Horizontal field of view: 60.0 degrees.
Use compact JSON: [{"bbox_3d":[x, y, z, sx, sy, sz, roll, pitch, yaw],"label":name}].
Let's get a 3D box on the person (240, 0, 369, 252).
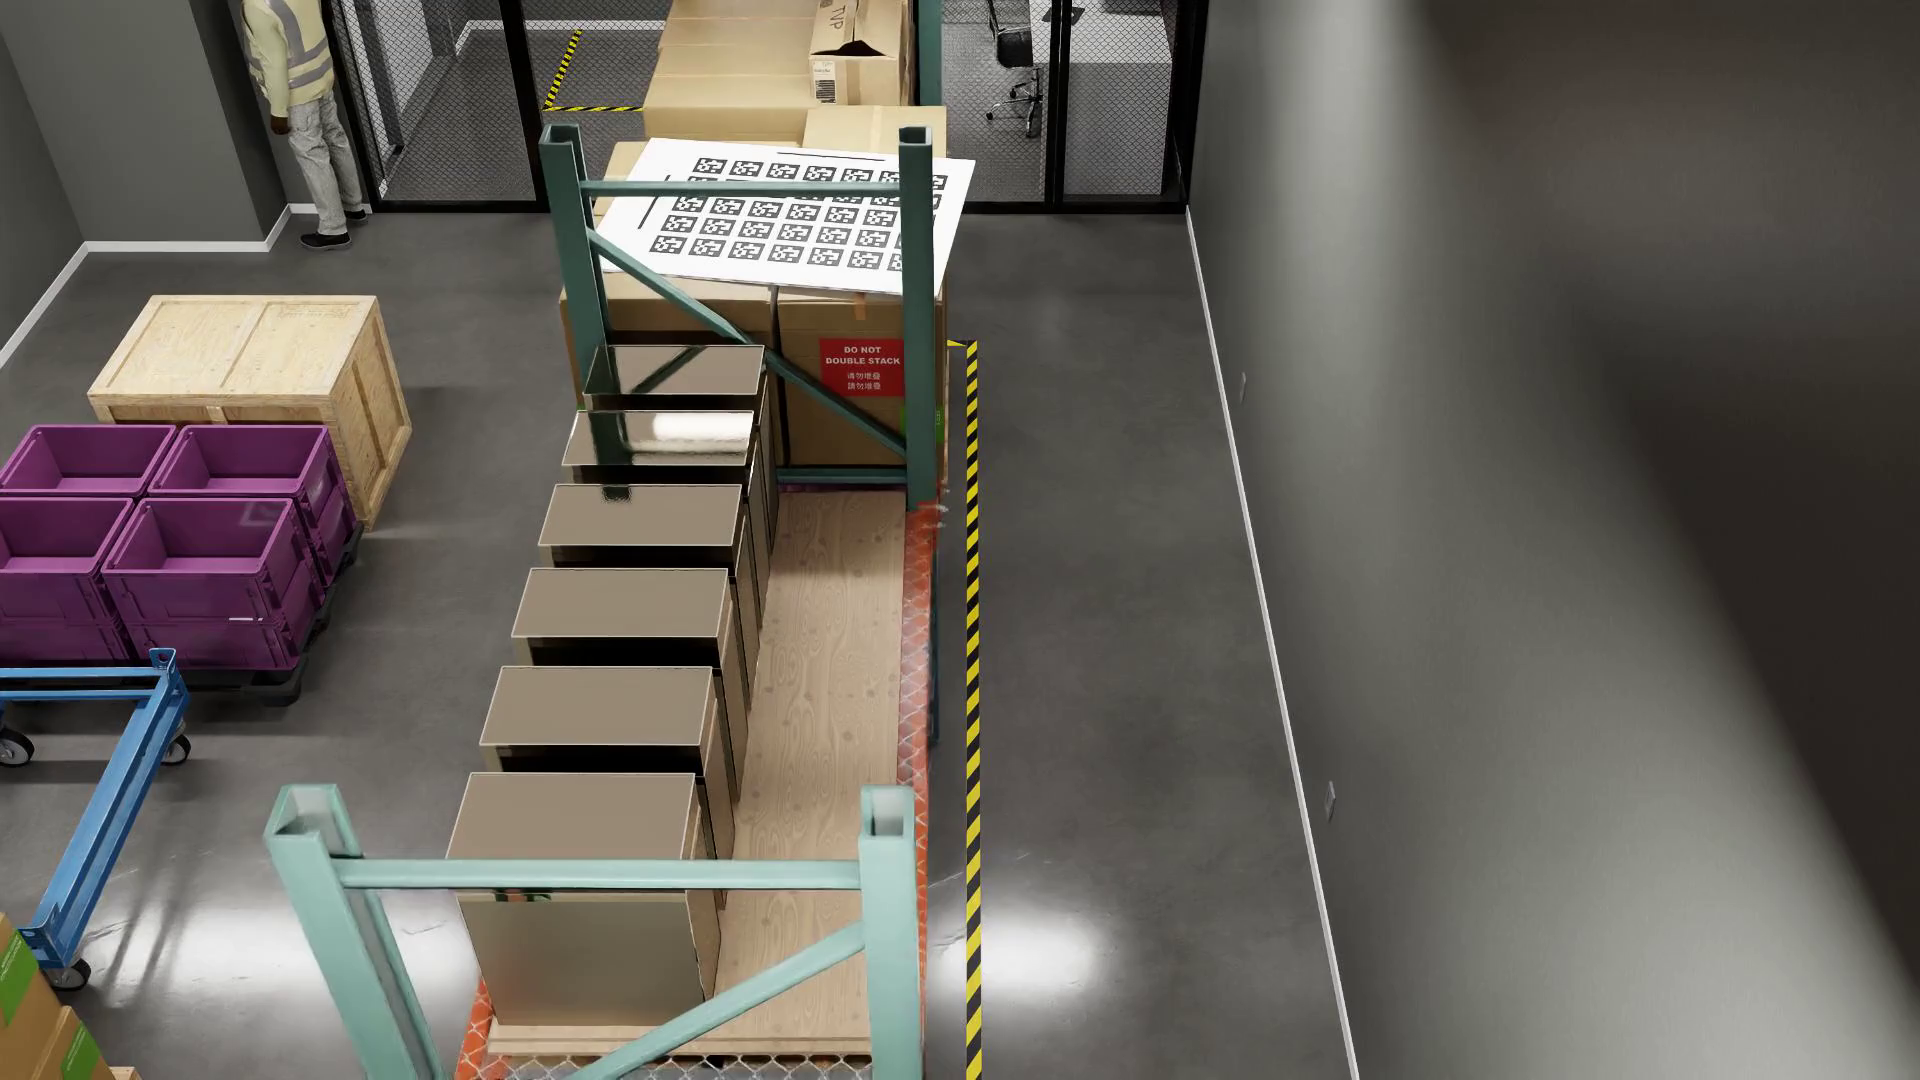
[{"bbox_3d":[-3.475,-2.394,8.702,0.404,1.832,0.598,5,41,6],"label":"person"}]
